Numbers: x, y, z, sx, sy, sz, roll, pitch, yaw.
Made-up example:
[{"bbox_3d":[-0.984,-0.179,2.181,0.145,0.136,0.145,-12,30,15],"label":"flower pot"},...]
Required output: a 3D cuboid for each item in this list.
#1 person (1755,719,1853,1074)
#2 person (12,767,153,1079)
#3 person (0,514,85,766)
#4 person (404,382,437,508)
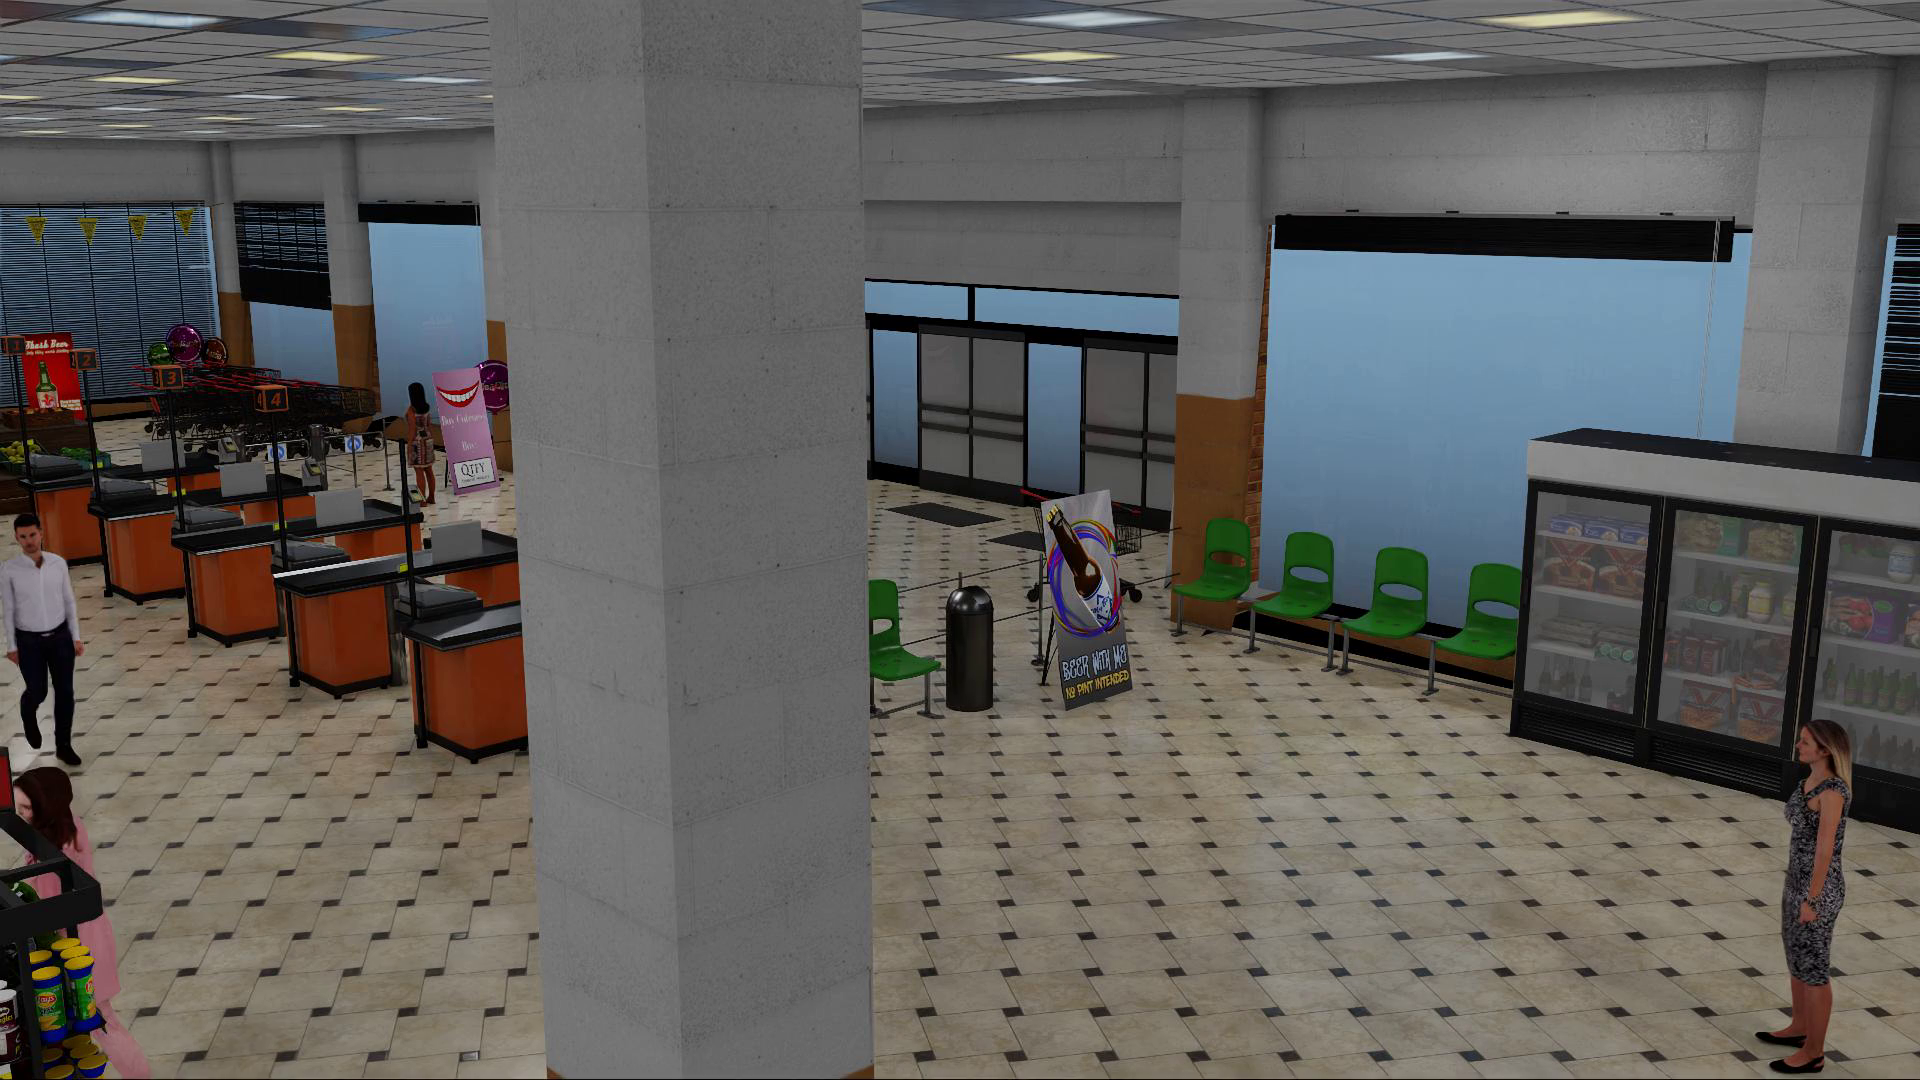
[{"bbox_3d":[4.059,1.672,7.884,0.696,1.701,0.588,3,12,15],"label":"person"},{"bbox_3d":[-3.698,1.794,7.164,1.075,1.760,0.877,-4,12,-18],"label":"person"},{"bbox_3d":[-6.712,0.705,12.116,0.688,1.850,0.804,11,16,43],"label":"person"},{"bbox_3d":[-7.135,-1.270,21.993,0.784,1.645,0.636,4,13,18],"label":"person"}]
